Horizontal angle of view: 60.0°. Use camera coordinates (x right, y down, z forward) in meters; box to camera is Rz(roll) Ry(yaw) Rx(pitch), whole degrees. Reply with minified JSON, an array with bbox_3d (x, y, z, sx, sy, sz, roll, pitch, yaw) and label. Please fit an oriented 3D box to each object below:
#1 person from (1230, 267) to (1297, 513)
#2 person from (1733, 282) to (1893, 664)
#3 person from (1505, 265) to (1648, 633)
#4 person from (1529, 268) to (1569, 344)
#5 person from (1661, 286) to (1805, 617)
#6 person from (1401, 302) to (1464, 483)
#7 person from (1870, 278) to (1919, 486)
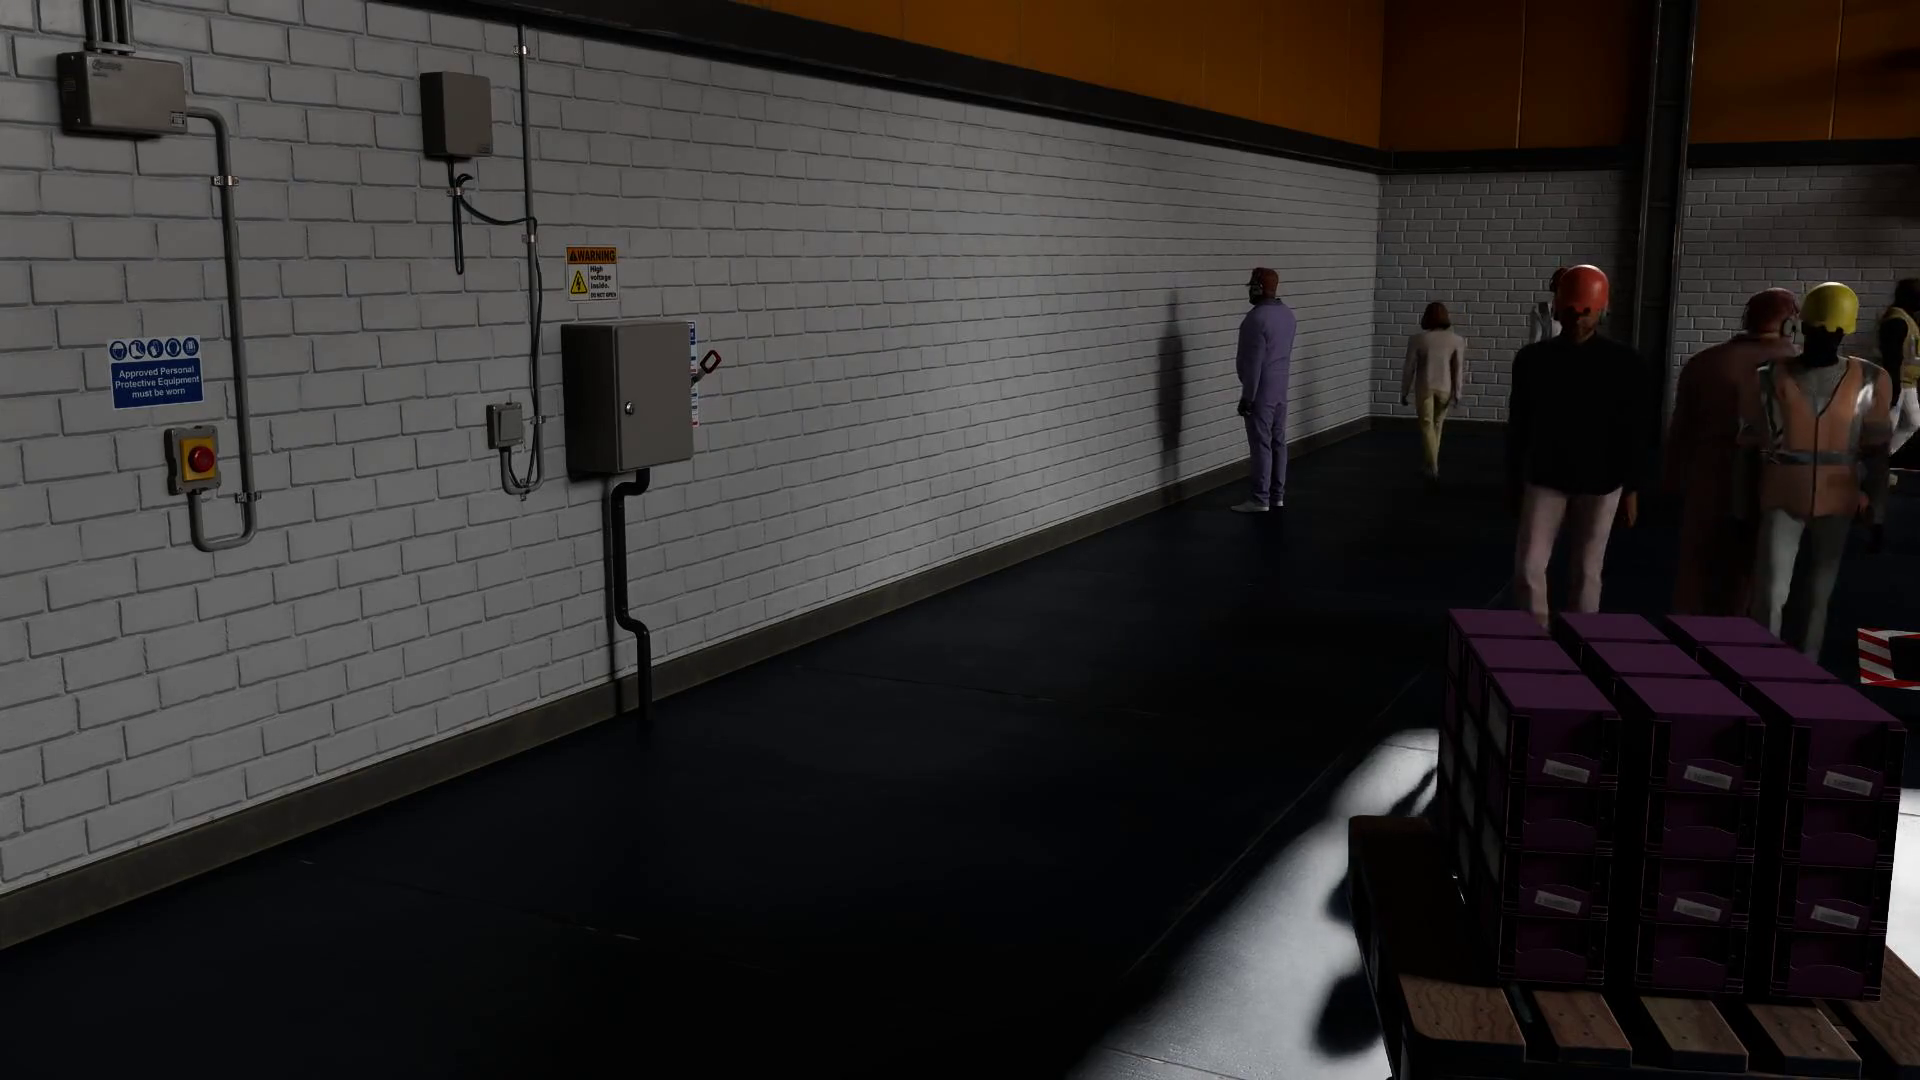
[{"bbox_3d":[2.349,-1.163,12.994,0.402,1.911,0.639,8,12,38],"label":"person"},{"bbox_3d":[3.643,-0.145,7.143,0.582,1.898,0.483,3,10,19],"label":"person"},{"bbox_3d":[2.772,-0.251,7.539,0.623,1.962,0.441,5,11,28],"label":"person"},{"bbox_3d":[5.515,-1.555,15.337,0.575,1.883,0.355,1,10,3],"label":"person"},{"bbox_3d":[3.587,-0.219,7.653,0.671,1.878,0.529,7,12,36],"label":"person"},{"bbox_3d":[4.211,-1.318,14.808,0.508,1.594,0.856,1,10,5],"label":"person"},{"bbox_3d":[8.071,-1.351,14.372,0.465,1.812,0.665,8,13,40],"label":"person"}]
